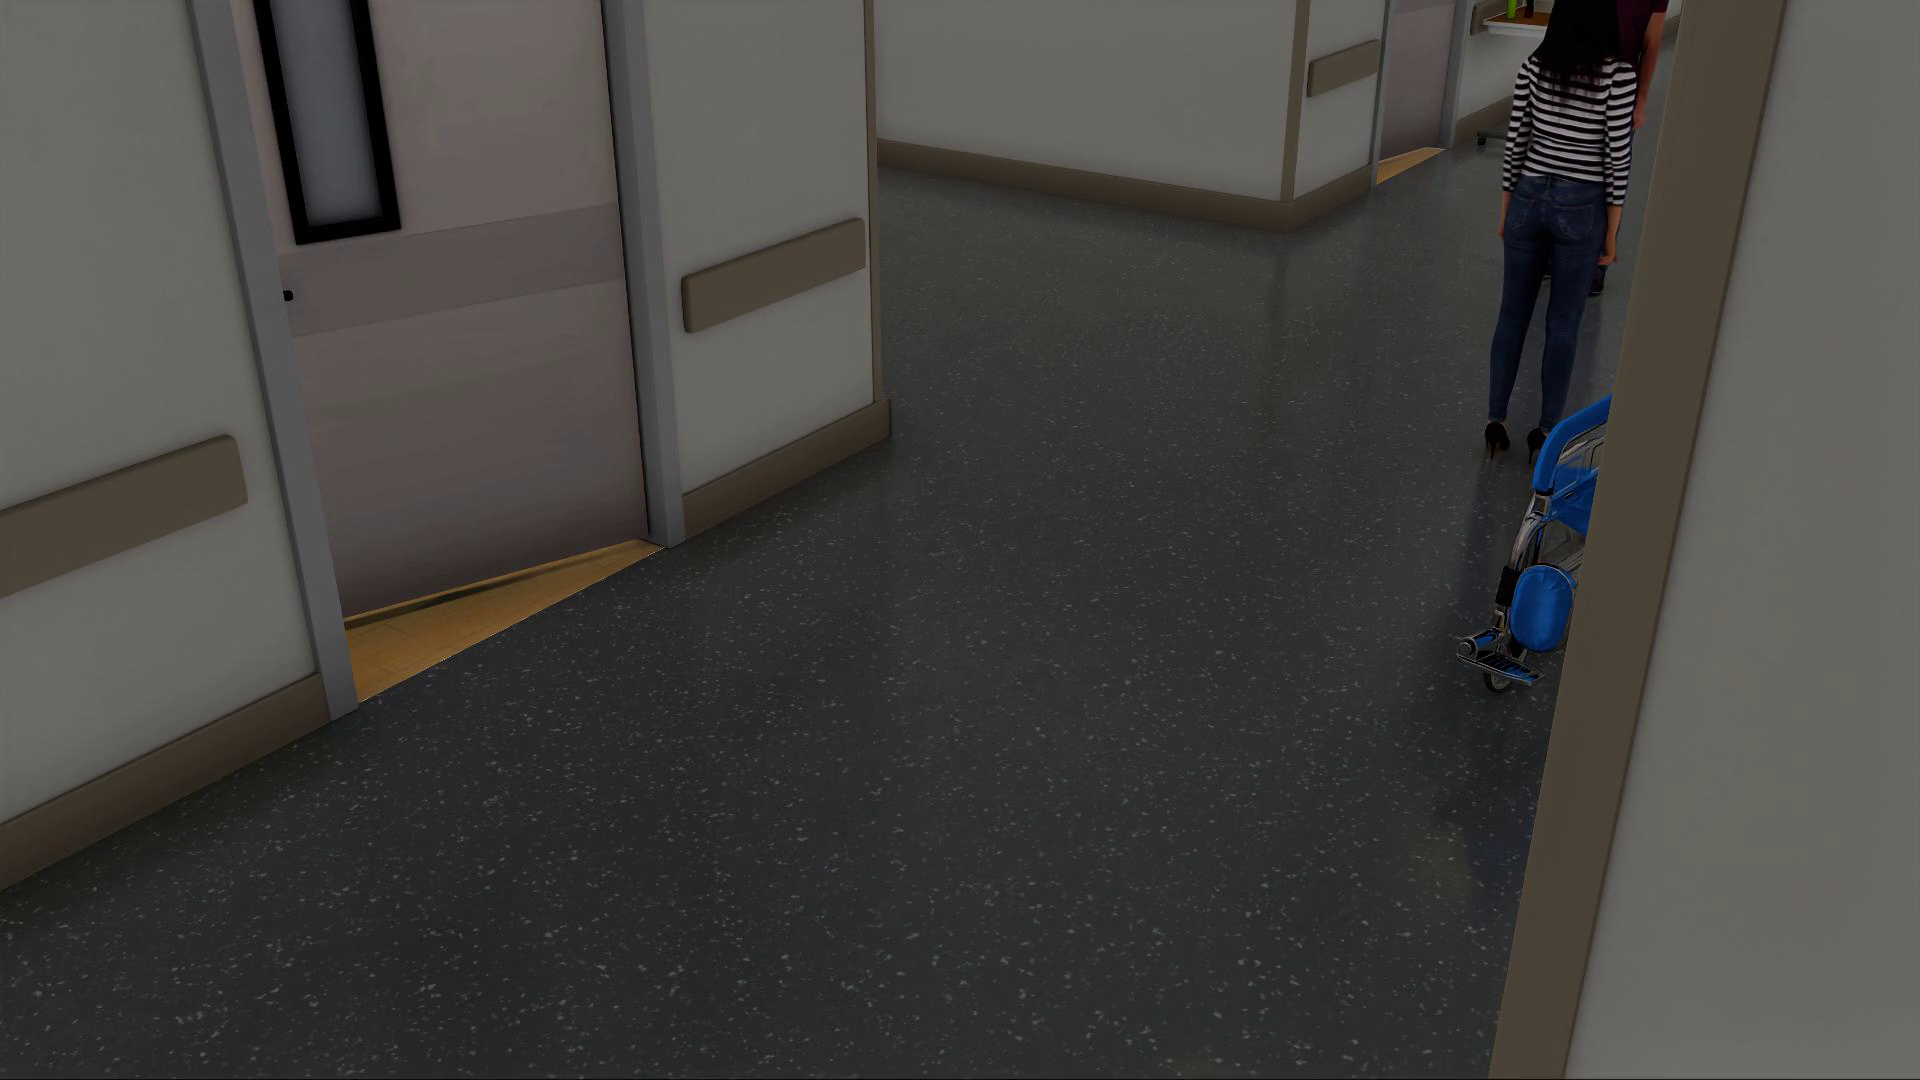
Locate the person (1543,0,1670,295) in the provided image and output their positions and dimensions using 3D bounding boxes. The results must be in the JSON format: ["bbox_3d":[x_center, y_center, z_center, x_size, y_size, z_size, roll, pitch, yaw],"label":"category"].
[{"bbox_3d":[3.058,-2.134,7.975,0.646,1.855,0.534,17,30,31],"label":"person"}]

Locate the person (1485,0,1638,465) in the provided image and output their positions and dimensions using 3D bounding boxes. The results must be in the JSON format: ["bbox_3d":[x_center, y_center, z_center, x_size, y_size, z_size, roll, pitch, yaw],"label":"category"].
[{"bbox_3d":[2.133,-1.132,5.964,0.601,1.797,0.505,21,33,36],"label":"person"}]
